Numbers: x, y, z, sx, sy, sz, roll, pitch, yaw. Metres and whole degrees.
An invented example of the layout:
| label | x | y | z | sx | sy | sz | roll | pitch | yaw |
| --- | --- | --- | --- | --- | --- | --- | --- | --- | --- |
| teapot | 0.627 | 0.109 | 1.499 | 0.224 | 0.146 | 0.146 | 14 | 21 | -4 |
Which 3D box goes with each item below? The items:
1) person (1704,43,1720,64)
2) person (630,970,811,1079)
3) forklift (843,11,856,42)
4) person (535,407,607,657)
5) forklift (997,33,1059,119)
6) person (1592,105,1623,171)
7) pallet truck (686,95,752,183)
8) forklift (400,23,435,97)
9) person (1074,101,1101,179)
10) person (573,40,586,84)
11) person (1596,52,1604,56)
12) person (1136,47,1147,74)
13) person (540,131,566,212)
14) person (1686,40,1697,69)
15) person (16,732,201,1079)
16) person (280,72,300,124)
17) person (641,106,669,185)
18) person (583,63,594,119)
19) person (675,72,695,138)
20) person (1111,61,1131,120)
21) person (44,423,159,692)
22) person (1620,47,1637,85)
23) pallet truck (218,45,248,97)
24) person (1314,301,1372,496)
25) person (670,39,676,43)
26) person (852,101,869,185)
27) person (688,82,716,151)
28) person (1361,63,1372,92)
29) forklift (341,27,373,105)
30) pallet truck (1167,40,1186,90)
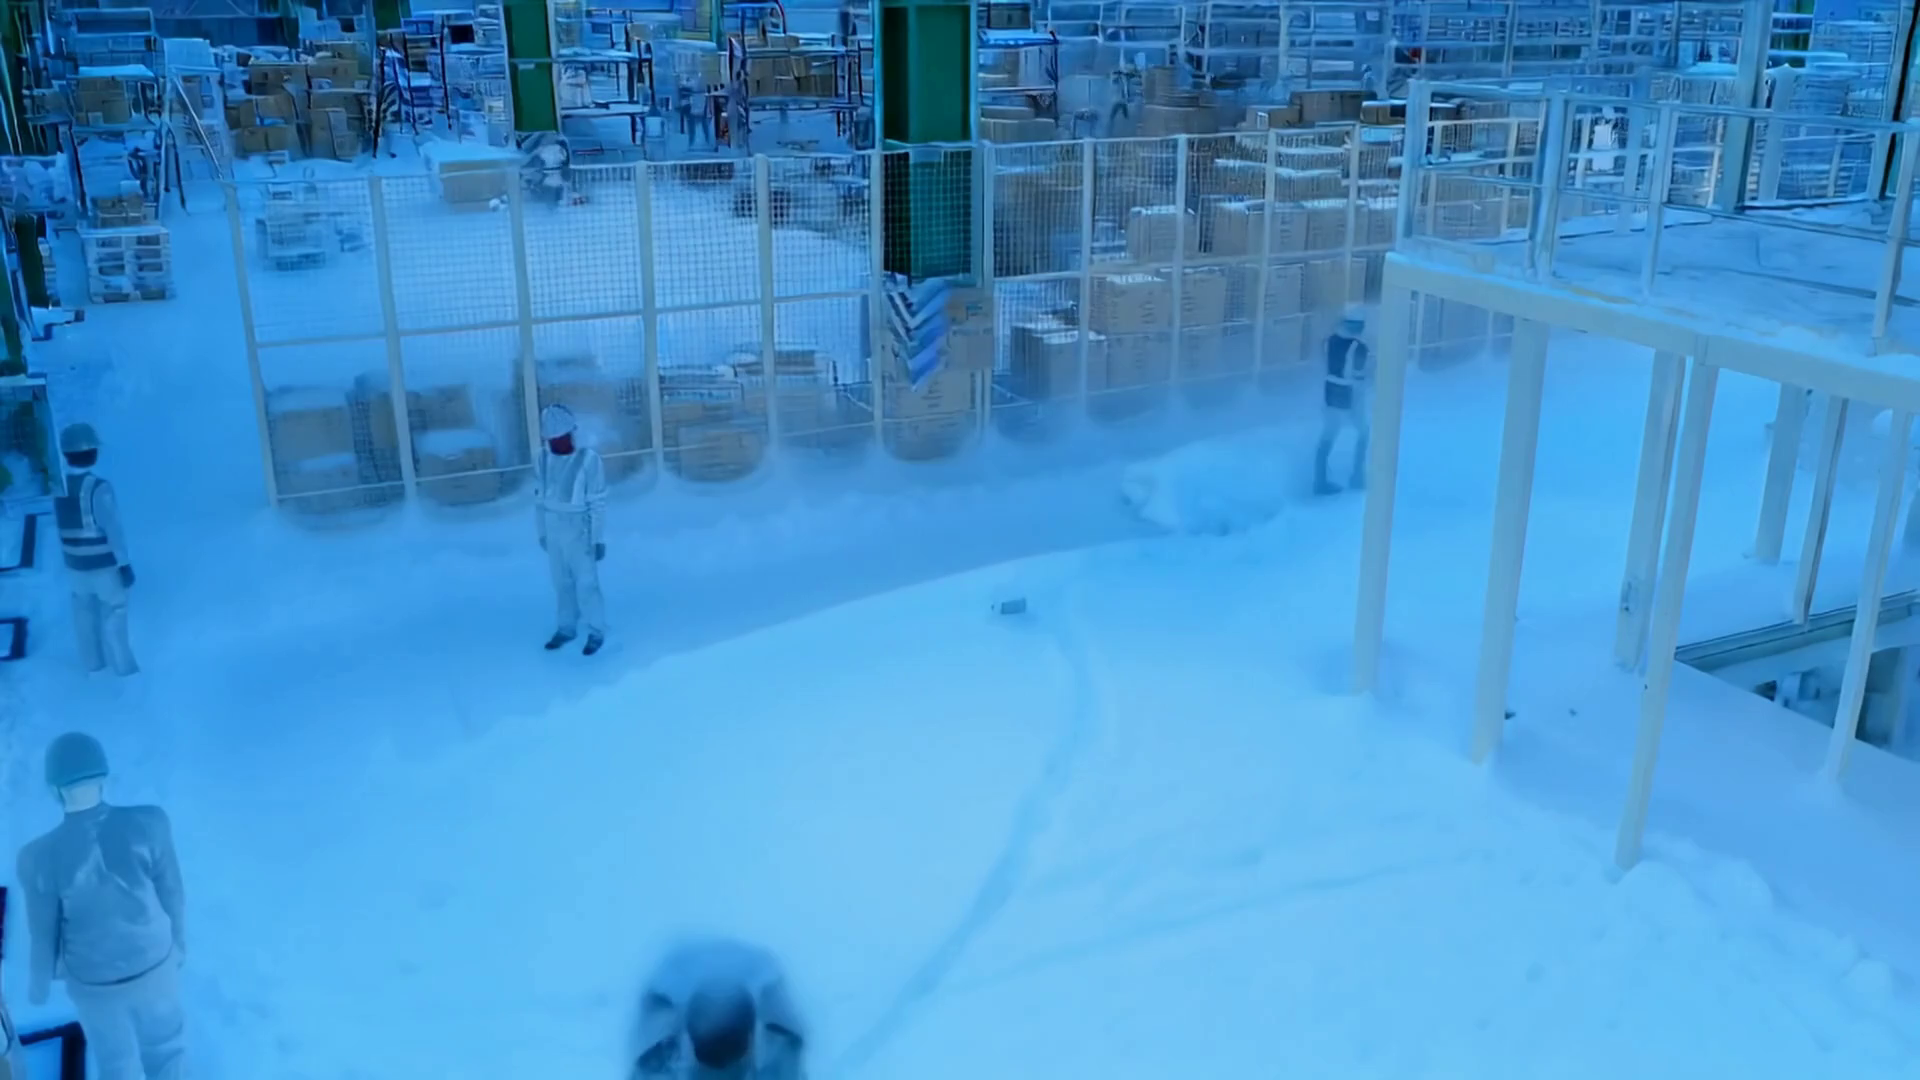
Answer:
| label | x | y | z | sx | sy | sz | roll | pitch | yaw |
| --- | --- | --- | --- | --- | --- | --- | --- | --- | --- |
| person | 31.238 | -19.726 | 69.327 | 0.656 | 1.897 | 0.946 | 1 | 19 | 3 |
| person | -0.784 | 2.273 | 5.653 | 0.633 | 1.840 | 0.429 | -6 | 20 | -17 |
| forklift | -5.534 | -25.074 | 83.355 | 1.873 | 2.768 | 1.129 | -9 | 21 | -25 |
| person | -2.888 | -0.066 | 12.319 | 0.584 | 1.917 | 0.386 | 7 | 20 | 20 |
| forklift | 2.269 | -15.566 | 55.793 | 1.873 | 2.768 | 1.129 | -9 | 21 | -25 |
| person | 14.549 | -8.857 | 37.614 | 0.535 | 2.000 | 0.684 | -11 | 22 | -30 |
| pallet truck | -5.836 | -9.608 | 39.856 | 0.823 | 1.965 | 1.885 | 10 | 22 | 27 |
| forklift | -21.867 | -18.833 | 65.262 | 1.873 | 2.768 | 1.129 | 1 | 19 | 2 |
| person | 3.024 | -9.450 | 39.527 | 0.640 | 1.923 | 0.670 | 0 | 19 | 1 |
| person | -16.401 | -20.534 | 71.633 | 0.435 | 1.926 | 0.655 | -15 | 24 | -38 |
| person | 28.473 | -21.349 | 74.383 | 0.542 | 1.674 | 0.713 | 0 | 19 | 1 |
| person | 7.365 | -19.039 | 67.441 | 0.539 | 1.840 | 0.923 | -5 | 20 | -15 |
| person | -8.503 | -7.687 | 34.743 | 0.548 | 1.685 | 0.452 | 7 | 20 | 20 |
| person | 34.670 | -22.895 | 78.956 | 0.762 | 1.608 | 0.519 | -8 | 21 | -22 |
| person | -3.551 | 1.730 | 6.989 | 0.608 | 1.996 | 0.382 | -17 | 26 | -41 |
| person | -20.249 | -13.140 | 50.199 | 0.374 | 1.929 | 0.542 | 14 | 24 | 35 |
| person | -7.225 | -9.352 | 39.422 | 0.649 | 1.785 | 0.966 | -2 | 19 | -6 |
| person | -12.577 | -15.196 | 56.305 | 0.342 | 1.839 | 0.501 | -3 | 19 | -10 |
| person | -8.263 | -13.087 | 50.048 | 0.594 | 1.924 | 0.372 | 3 | 19 | 9 |
| person | 5.431 | -15.031 | 55.651 | 0.564 | 1.945 | 0.630 | -6 | 20 | -18 |
| person | -6.077 | 0.126 | 11.711 | 0.616 | 1.946 | 0.392 | 8 | 20 | 21 |
| person | 27.402 | -19.331 | 68.283 | 0.637 | 1.840 | 0.429 | 1 | 19 | 2 |
| pallet truck | -28.879 | -18.665 | 66.111 | 0.823 | 1.965 | 1.885 | -3 | 19 | -9 |
| person | 3.813 | -1.375 | 16.135 | 0.842 | 1.907 | 0.547 | -12 | 23 | -32 |
| person | -12.677 | -21.616 | 74.865 | 0.956 | 1.880 | 0.580 | -17 | 26 | -41 |
| person | -2.358 | -9.355 | 39.228 | 0.369 | 1.931 | 0.627 | 9 | 21 | 24 |
| person | -7.301 | -11.892 | 46.713 | 0.687 | 1.845 | 1.030 | 9 | 21 | 23 |
| person | 13.342 | -14.695 | 54.704 | 0.389 | 1.930 | 0.563 | 0 | 19 | -1 |
| forklift | -22.275 | -17.346 | 60.954 | 1.873 | 2.768 | 1.129 | -9 | 21 | -25 |
| pallet truck | 9.045 | -19.971 | 69.895 | 0.823 | 1.965 | 1.885 | -3 | 19 | -8 |
